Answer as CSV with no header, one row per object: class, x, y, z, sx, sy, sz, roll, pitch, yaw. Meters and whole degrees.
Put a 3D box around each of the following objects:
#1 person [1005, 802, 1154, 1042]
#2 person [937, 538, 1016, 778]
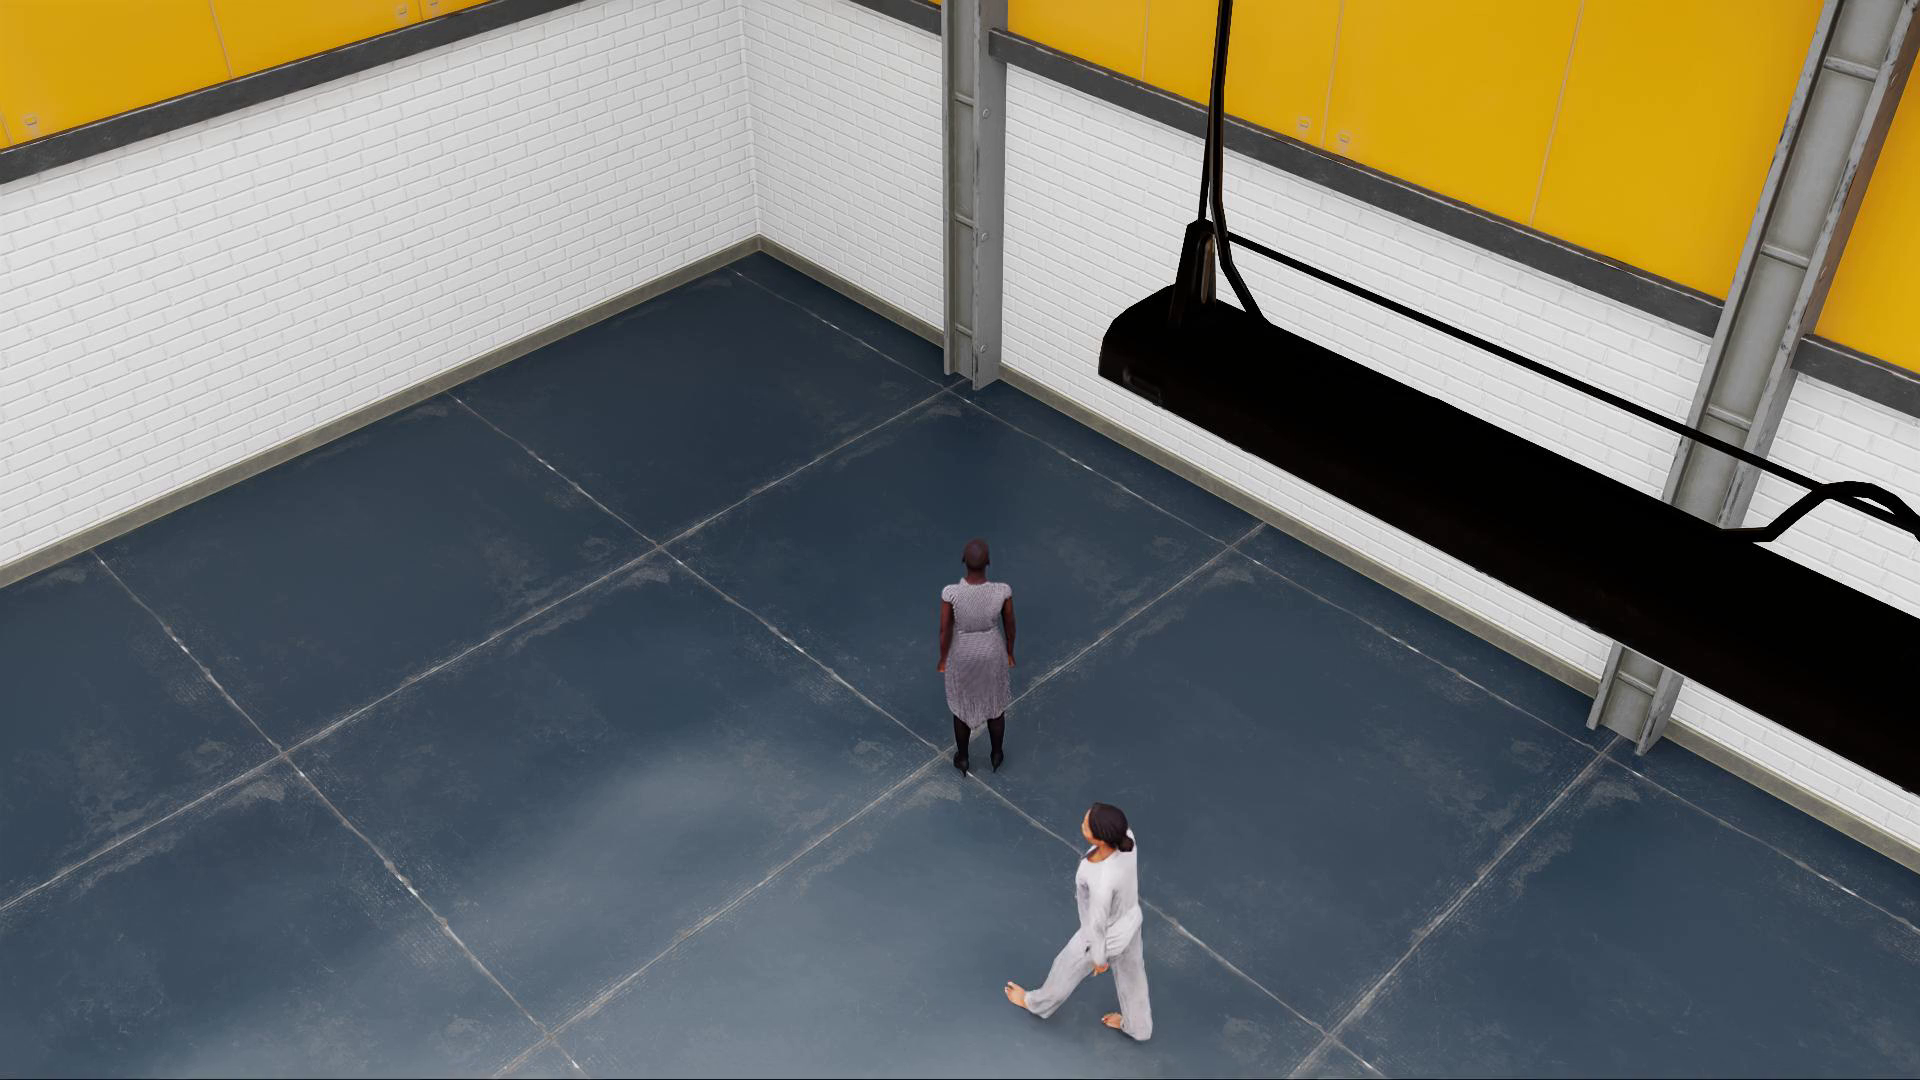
person,0.840,2.012,8.534,1.111,1.700,0.824,19,42,22
person,0.098,0.728,10.071,0.707,1.787,0.742,-4,39,-5
